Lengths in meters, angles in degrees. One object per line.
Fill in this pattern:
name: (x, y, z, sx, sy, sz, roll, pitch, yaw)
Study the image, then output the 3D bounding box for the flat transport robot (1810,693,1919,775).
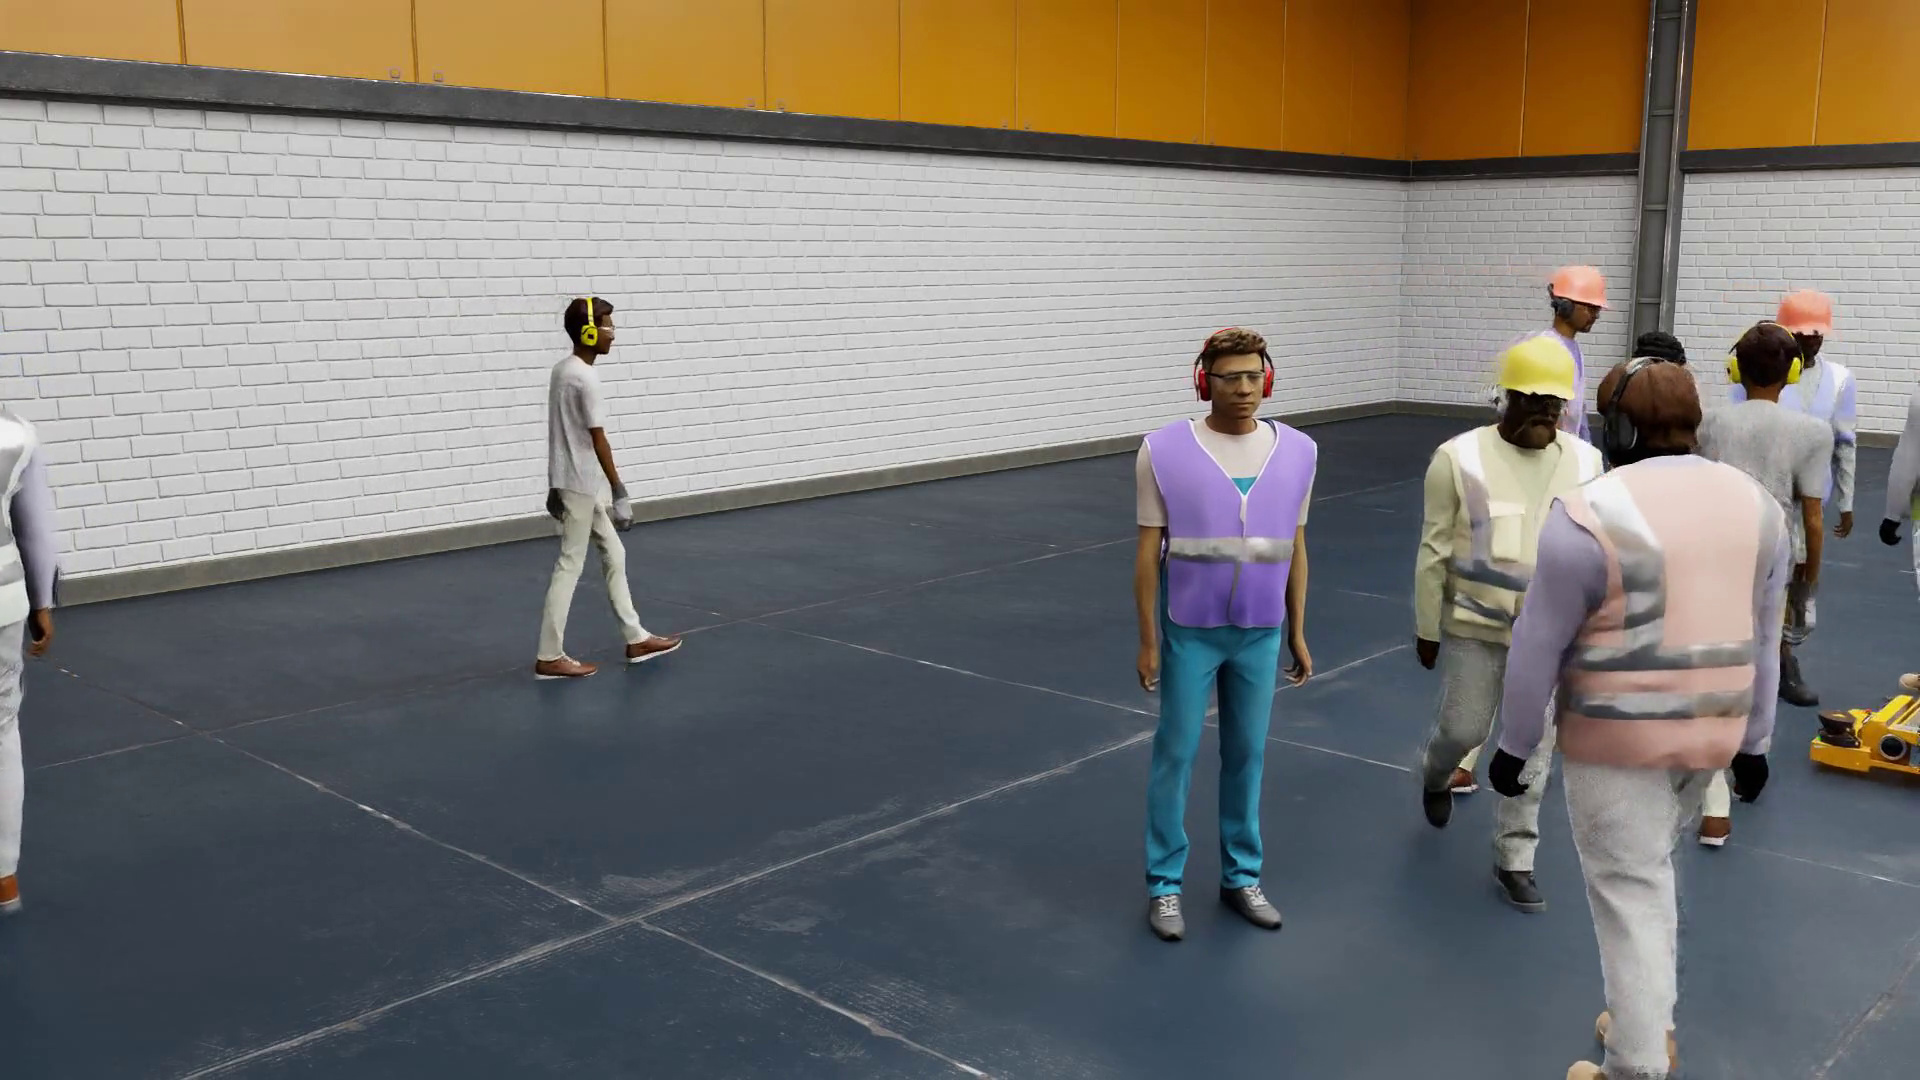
flat transport robot: (4.144, 0.827, 6.405, 1.431, 0.197, 0.652, 9, 13, 40)

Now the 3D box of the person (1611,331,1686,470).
person: (3.171, -0.113, 7.692, 0.541, 1.700, 0.316, -8, 13, -39)

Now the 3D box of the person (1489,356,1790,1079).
person: (1.607, 0.474, 4.011, 0.650, 1.815, 0.596, -4, 11, -21)

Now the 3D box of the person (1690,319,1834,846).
person: (2.806, 0.130, 5.975, 0.517, 1.823, 0.957, 5, 11, 27)

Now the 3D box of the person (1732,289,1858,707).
person: (3.878, -0.234, 7.849, 0.565, 1.900, 0.912, 0, 10, 3)

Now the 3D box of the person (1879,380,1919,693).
person: (4.472, -0.099, 7.324, 0.641, 1.814, 0.860, 0, 10, -3)

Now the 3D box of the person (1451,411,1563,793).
person: (2.095, 0.191, 6.263, 0.503, 1.594, 0.793, 9, 13, 40)

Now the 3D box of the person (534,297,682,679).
person: (-1.701, -0.245, 8.061, 0.870, 1.828, 0.568, -5, 11, -24)

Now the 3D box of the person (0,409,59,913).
person: (-3.162, 0.212, 5.191, 0.639, 1.925, 0.517, -9, 13, -41)

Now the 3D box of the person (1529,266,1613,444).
person: (3.164, -0.431, 8.709, 1.080, 1.975, 0.626, 7, 12, 33)

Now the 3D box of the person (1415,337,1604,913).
person: (1.763, 0.232, 5.431, 0.588, 1.806, 0.727, 0, 10, -2)

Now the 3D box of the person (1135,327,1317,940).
person: (0.797, 0.276, 5.061, 0.564, 1.846, 0.392, -2, 10, -13)
